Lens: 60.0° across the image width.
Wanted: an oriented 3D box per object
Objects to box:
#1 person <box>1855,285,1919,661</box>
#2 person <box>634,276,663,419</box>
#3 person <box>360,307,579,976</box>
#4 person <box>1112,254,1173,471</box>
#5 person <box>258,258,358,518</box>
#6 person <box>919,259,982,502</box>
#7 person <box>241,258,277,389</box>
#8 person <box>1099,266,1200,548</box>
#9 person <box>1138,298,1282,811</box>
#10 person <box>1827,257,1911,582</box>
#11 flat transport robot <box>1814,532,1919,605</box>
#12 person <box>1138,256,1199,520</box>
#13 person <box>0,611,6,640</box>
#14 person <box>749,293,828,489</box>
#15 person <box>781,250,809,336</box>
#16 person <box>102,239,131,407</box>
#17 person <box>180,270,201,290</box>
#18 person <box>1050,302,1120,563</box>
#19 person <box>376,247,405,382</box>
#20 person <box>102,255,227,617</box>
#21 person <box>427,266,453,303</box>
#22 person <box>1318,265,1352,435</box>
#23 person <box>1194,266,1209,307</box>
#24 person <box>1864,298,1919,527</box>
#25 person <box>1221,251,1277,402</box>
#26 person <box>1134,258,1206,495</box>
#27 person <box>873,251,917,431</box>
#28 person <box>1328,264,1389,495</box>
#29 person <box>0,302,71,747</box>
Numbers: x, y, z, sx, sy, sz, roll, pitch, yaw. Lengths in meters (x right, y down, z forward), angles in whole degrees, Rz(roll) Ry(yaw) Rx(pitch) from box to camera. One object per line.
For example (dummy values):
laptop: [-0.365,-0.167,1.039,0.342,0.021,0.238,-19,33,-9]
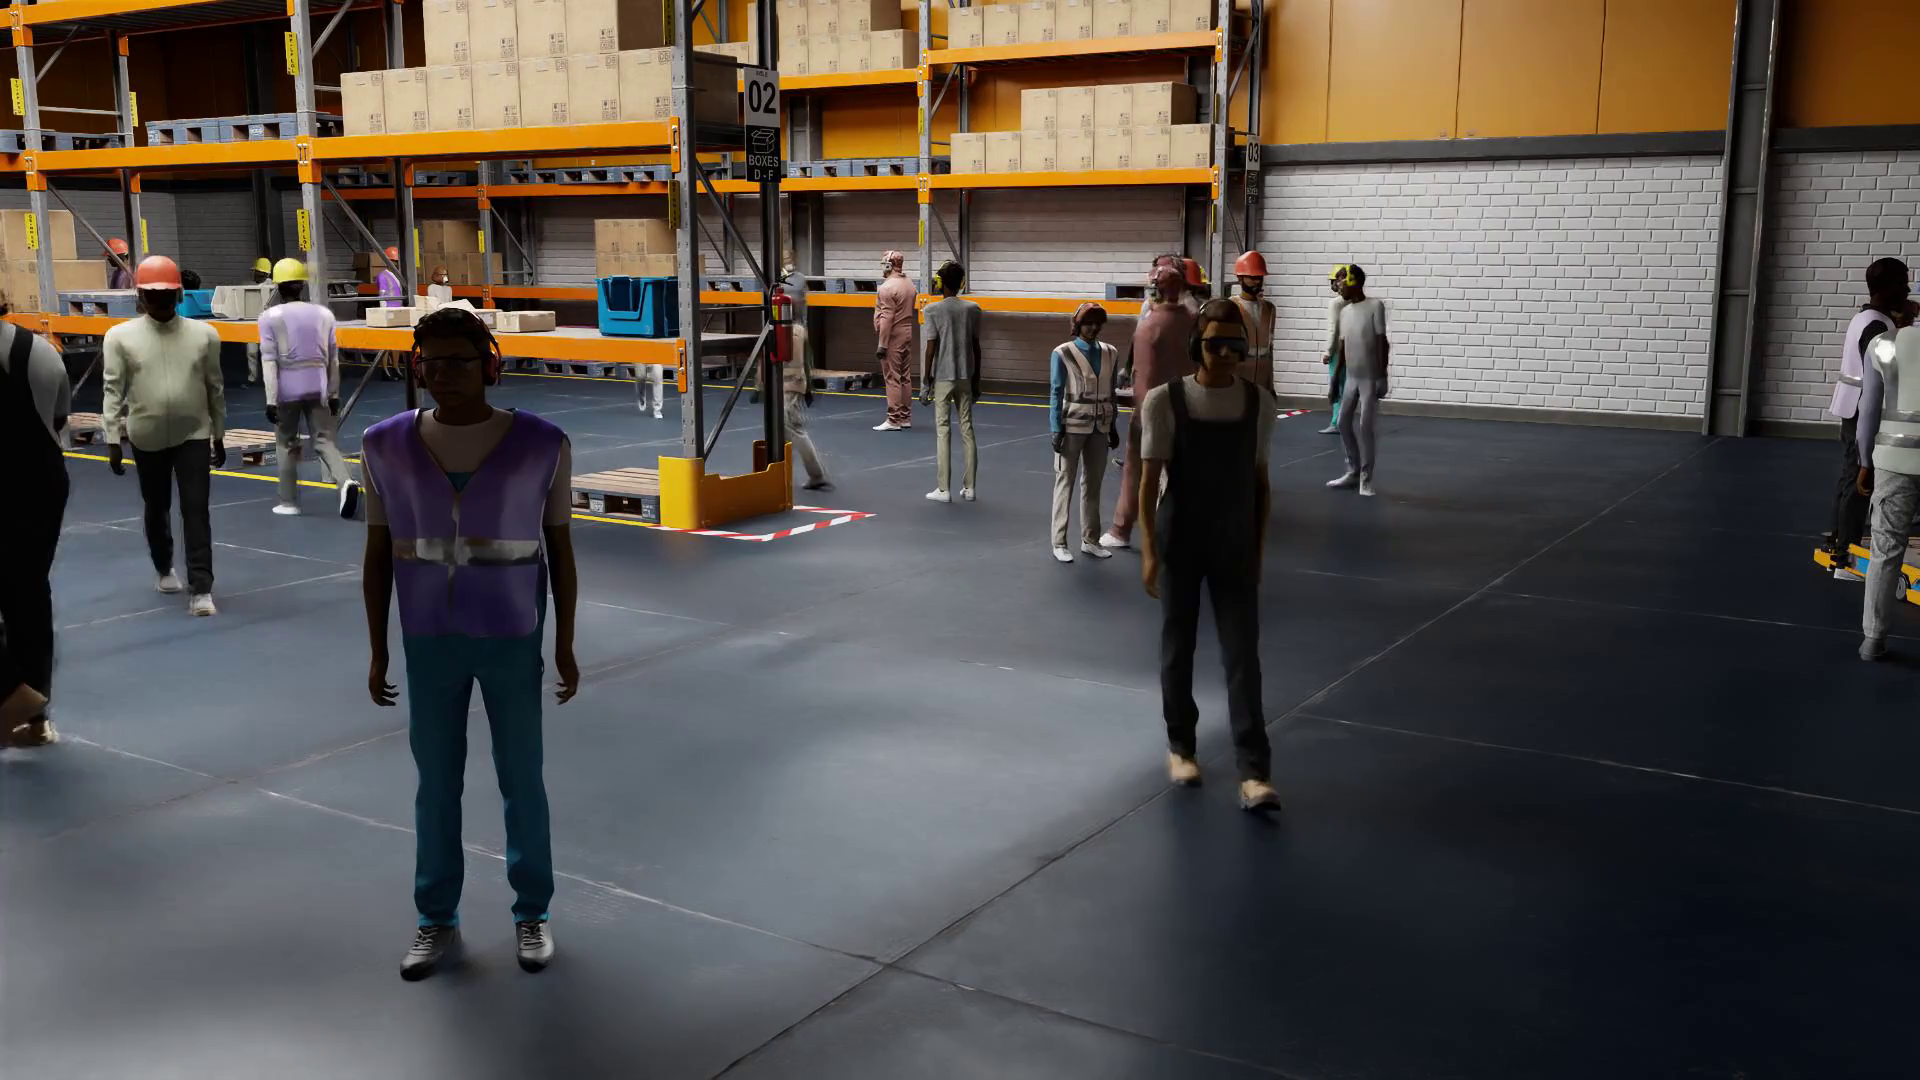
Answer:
person: [4.579,-0.361,7.885,0.608,1.948,0.389,8,13,36]
person: [-3.563,-2.213,19.056,0.500,1.615,0.657,-2,11,-13]
person: [-1.347,0.281,4.615,0.570,1.843,0.373,-1,10,-7]
person: [1.700,-1.418,13.889,1.045,1.908,0.617,9,14,41]
person: [-4.743,-1.088,12.079,0.828,1.903,0.594,9,13,39]
person: [-0.072,-1.228,12.902,0.519,1.874,0.327,-5,11,-25]
person: [-9.453,-2.916,22.496,0.658,1.786,0.455,1,10,3]
person: [1.329,-0.822,10.709,0.649,1.870,0.975,-9,13,-39]
person: [0.896,0.059,5.941,0.522,1.821,0.732,-1,10,-3]
person: [5.411,-0.714,9.928,0.391,1.919,0.590,4,11,21]
flat transport robot: [5.600,0.166,9.613,0.652,0.197,1.431,0,10,3]
person: [1.507,-1.087,12.030,0.410,1.907,0.642,-2,10,-10]
person: [-5.032,-0.371,8.257,0.587,1.836,0.404,1,10,5]
person: [-1.415,-1.214,13.601,0.855,1.595,0.511,5,11,26]
person: [-2.148,-2.723,21.157,0.639,1.904,0.632,-8,13,-39]
person: [-10.123,-2.625,20.187,0.605,2.037,0.394,9,13,40]
person: [-8.446,-2.130,18.404,0.319,1.694,0.536,-3,11,-15]
person: [0.786,-0.682,10.527,0.523,1.636,0.311,-6,12,-32]
person: [-8.124,-3.238,23.906,0.411,1.929,0.547,3,11,14]
person: [-4.398,-0.595,9.220,0.632,1.948,1.041,-6,12,-30]
person: [-7.801,-3.292,25.026,0.277,1.629,0.497,5,11,26]
person: [3.964,-1.984,17.384,0.311,1.769,0.522,9,13,39]
person: [2.339,-1.859,16.692,0.533,1.767,0.327,-10,14,-44]
person: [6.613,-0.885,11.708,0.782,1.602,0.545,-3,11,-15]
person: [2.152,-1.189,12.499,0.543,1.939,0.362,-5,11,-25]
person: [1.524,-1.188,12.670,0.574,1.899,0.836,-7,12,-35]
person: [-0.716,-2.113,17.714,0.408,1.908,0.645,4,11,22]
person: [3.225,-1.271,13.320,0.368,1.845,0.638,-6,12,-32]
person: [-3.823,-0.164,6.542,0.572,2.000,0.679,5,11,25]
